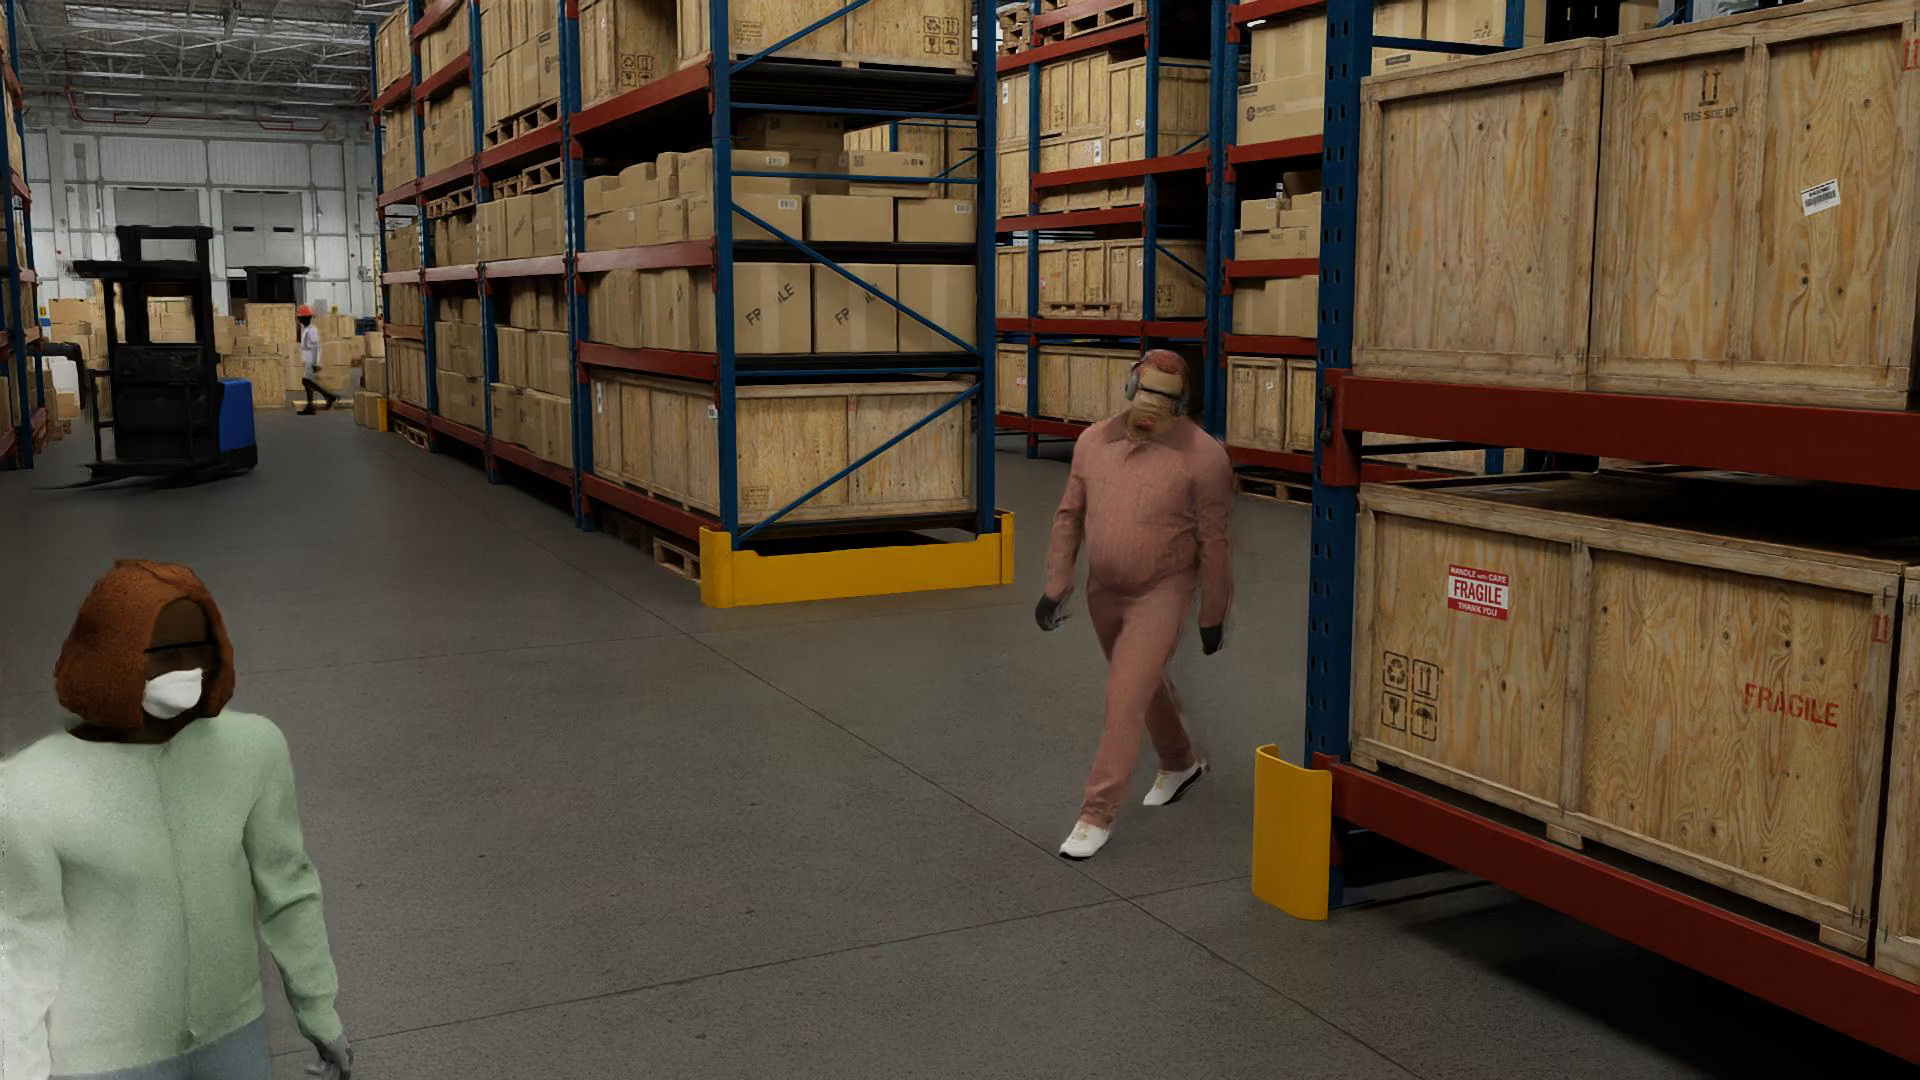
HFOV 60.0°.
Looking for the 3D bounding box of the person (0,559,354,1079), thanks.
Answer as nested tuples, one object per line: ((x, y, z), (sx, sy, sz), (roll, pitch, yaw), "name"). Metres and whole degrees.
((-1.268, 0.830, 2.674), (0.419, 1.620, 0.514), (6, 10, 34), "person")

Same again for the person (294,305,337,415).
((-11.285, -3.138, 29.028), (0.598, 1.917, 0.567), (-5, 10, -31), "person")

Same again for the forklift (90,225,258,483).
((-8.788, -2.100, 18.572), (1.129, 2.768, 1.873), (0, 8, -1), "forklift")

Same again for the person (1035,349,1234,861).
((0.701, 0.200, 6.268), (0.659, 1.846, 1.016), (7, 11, 42), "person")

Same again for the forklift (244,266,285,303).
((-17.121, -5.368, 41.102), (1.873, 2.768, 1.129), (5, 10, 30), "forklift")

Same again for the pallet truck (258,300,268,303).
((-23.913, -7.404, 58.171), (1.885, 1.965, 0.823), (-1, 8, -9), "pallet truck")
